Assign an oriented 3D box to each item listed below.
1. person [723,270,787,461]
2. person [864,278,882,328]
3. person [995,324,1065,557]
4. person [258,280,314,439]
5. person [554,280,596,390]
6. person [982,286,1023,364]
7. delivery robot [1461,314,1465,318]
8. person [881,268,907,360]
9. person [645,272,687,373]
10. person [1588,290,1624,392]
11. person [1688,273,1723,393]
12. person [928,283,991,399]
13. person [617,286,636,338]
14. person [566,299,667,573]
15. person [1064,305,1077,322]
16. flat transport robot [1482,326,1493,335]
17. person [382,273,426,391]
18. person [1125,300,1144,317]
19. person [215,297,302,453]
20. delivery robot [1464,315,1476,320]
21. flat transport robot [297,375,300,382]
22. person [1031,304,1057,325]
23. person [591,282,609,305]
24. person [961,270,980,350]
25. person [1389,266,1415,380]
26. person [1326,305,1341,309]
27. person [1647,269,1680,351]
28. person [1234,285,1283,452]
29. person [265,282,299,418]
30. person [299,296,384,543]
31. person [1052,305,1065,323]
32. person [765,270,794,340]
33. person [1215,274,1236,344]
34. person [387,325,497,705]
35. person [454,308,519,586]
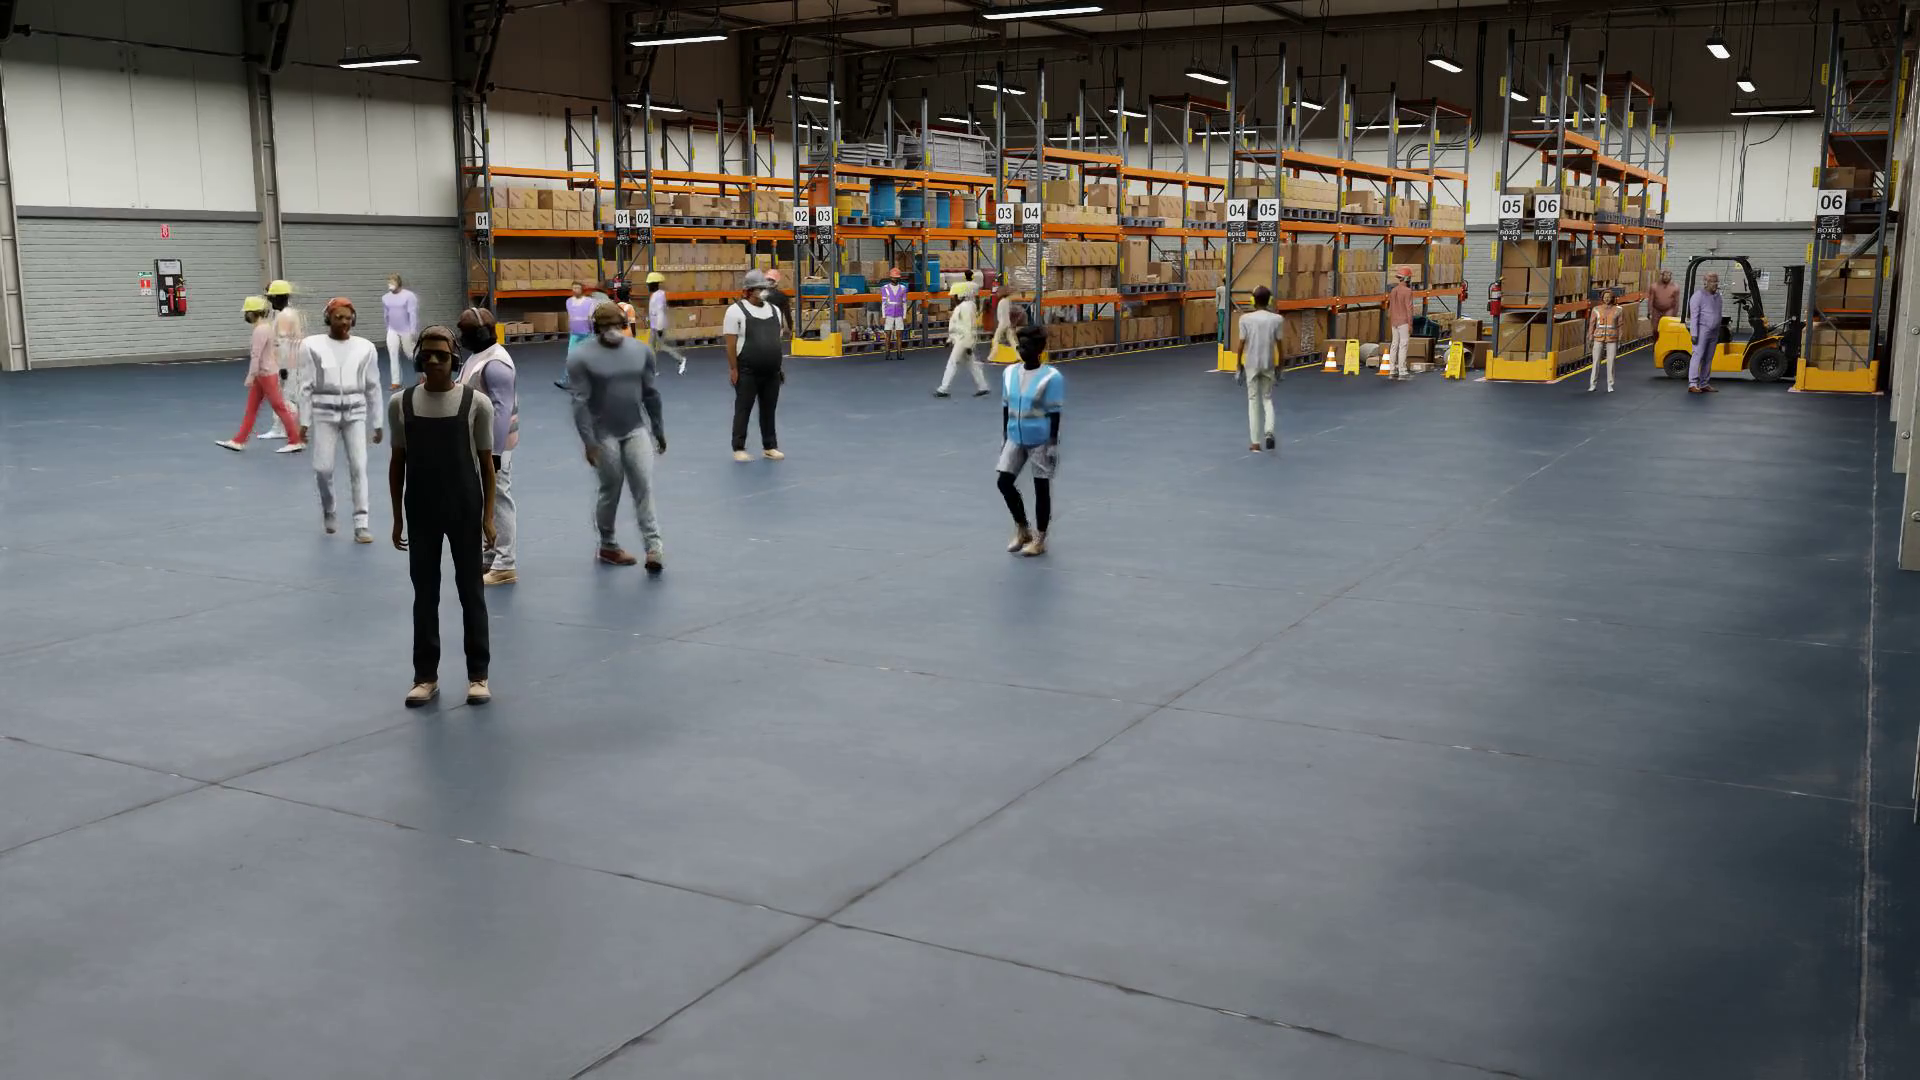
[{"bbox_3d":[-2.134,-1.856,17.705,0.698,2.000,0.535,-8,12,-38],"label":"person"},{"bbox_3d":[-2.108,-5.562,40.594,0.502,1.632,0.279,4,10,21],"label":"person"},{"bbox_3d":[0.498,-0.710,12.016,0.556,1.681,0.397,7,12,36],"label":"person"},{"bbox_3d":[-7.939,-2.141,19.793,0.828,1.898,0.593,-3,10,-17],"label":"person"},{"bbox_3d":[-6.213,-3.339,27.131,0.576,1.782,0.988,4,11,24],"label":"person"},{"bbox_3d":[0.903,-4.322,33.488,0.878,1.585,0.504,4,10,22],"label":"person"},{"bbox_3d":[13.944,-6.015,46.127,0.477,0.478,0.707,-2,10,-11],"label":"delivery robot"},{"bbox_3d":[-1.373,-4.720,34.824,0.540,1.930,0.384,-2,10,-12],"label":"person"},{"bbox_3d":[-5.417,-3.918,30.211,0.773,1.901,0.587,-4,11,-23],"label":"person"},{"bbox_3d":[10.372,-3.195,26.719,0.524,1.639,0.306,4,11,25],"label":"person"},{"bbox_3d":[11.919,-3.295,26.525,0.654,1.904,0.406,-5,11,-28],"label":"person"},{"bbox_3d":[0.033,-3.035,25.411,0.964,1.777,0.574,0,10,-2],"label":"person"},{"bbox_3d":[-5.460,-3.288,27.093,0.532,1.697,0.319,7,12,36],"label":"person"},{"bbox_3d":[-2.320,-0.703,11.427,0.716,1.880,0.881,-6,12,-33],"label":"person"},{"bbox_3d":[2.954,-6.264,44.046,0.561,1.863,0.317,6,11,31],"label":"person"},{"bbox_3d":[14.788,-5.753,45.695,0.652,0.197,1.431,5,11,28],"label":"flat transport robot"},{"bbox_3d":[-9.103,-3.411,27.205,0.633,1.912,0.814,2,10,10],"label":"person"},{"bbox_3d":[4.631,-6.174,43.656,0.585,1.809,0.436,7,12,35],"label":"person"},{"bbox_3d":[-7.740,-1.798,18.288,0.896,1.720,0.541,-4,11,-25],"label":"person"},{"bbox_3d":[13.856,-5.916,45.547,0.707,0.478,0.477,-2,10,-10],"label":"delivery robot"},{"bbox_3d":[-10.542,-2.588,27.166,1.431,0.197,0.652,-6,12,-33],"label":"flat transport robot"},{"bbox_3d":[1.895,-5.211,37.691,0.623,1.932,0.370,0,10,1],"label":"person"},{"bbox_3d":[-8.497,-5.284,39.106,0.508,1.582,0.862,3,10,16],"label":"person"},{"bbox_3d":[0.223,-5.354,38.709,0.507,1.865,0.329,1,10,8],"label":"person"},{"bbox_3d":[7.802,-3.820,29.330,0.375,1.997,0.611,-3,10,-19],"label":"person"},{"bbox_3d":[9.344,-5.683,41.321,0.513,1.630,0.318,3,10,15],"label":"person"},{"bbox_3d":[15.686,-5.092,37.077,0.660,1.890,0.484,5,11,27],"label":"person"},{"bbox_3d":[3.323,-1.906,18.542,0.505,1.857,0.405,0,10,-2],"label":"person"},{"bbox_3d":[-9.122,-2.546,22.361,0.428,1.836,0.625,-3,10,-18],"label":"person"},{"bbox_3d":[-4.724,-0.918,12.707,0.626,1.871,0.574,-5,11,-27],"label":"person"},{"bbox_3d":[2.465,-6.046,42.348,0.615,2.014,0.961,6,12,33],"label":"person"},{"bbox_3d":[-3.109,-3.561,27.985,0.657,1.937,1.014,3,10,18],"label":"person"},{"bbox_3d":[6.433,-5.559,40.192,0.534,1.766,0.318,6,11,30],"label":"person"},{"bbox_3d":[-2.506,-0.114,8.076,0.507,1.846,0.344,-1,10,-7],"label":"person"},{"bbox_3d":[-3.156,-0.618,11.058,0.429,1.838,0.622,-5,11,-28],"label":"person"}]
